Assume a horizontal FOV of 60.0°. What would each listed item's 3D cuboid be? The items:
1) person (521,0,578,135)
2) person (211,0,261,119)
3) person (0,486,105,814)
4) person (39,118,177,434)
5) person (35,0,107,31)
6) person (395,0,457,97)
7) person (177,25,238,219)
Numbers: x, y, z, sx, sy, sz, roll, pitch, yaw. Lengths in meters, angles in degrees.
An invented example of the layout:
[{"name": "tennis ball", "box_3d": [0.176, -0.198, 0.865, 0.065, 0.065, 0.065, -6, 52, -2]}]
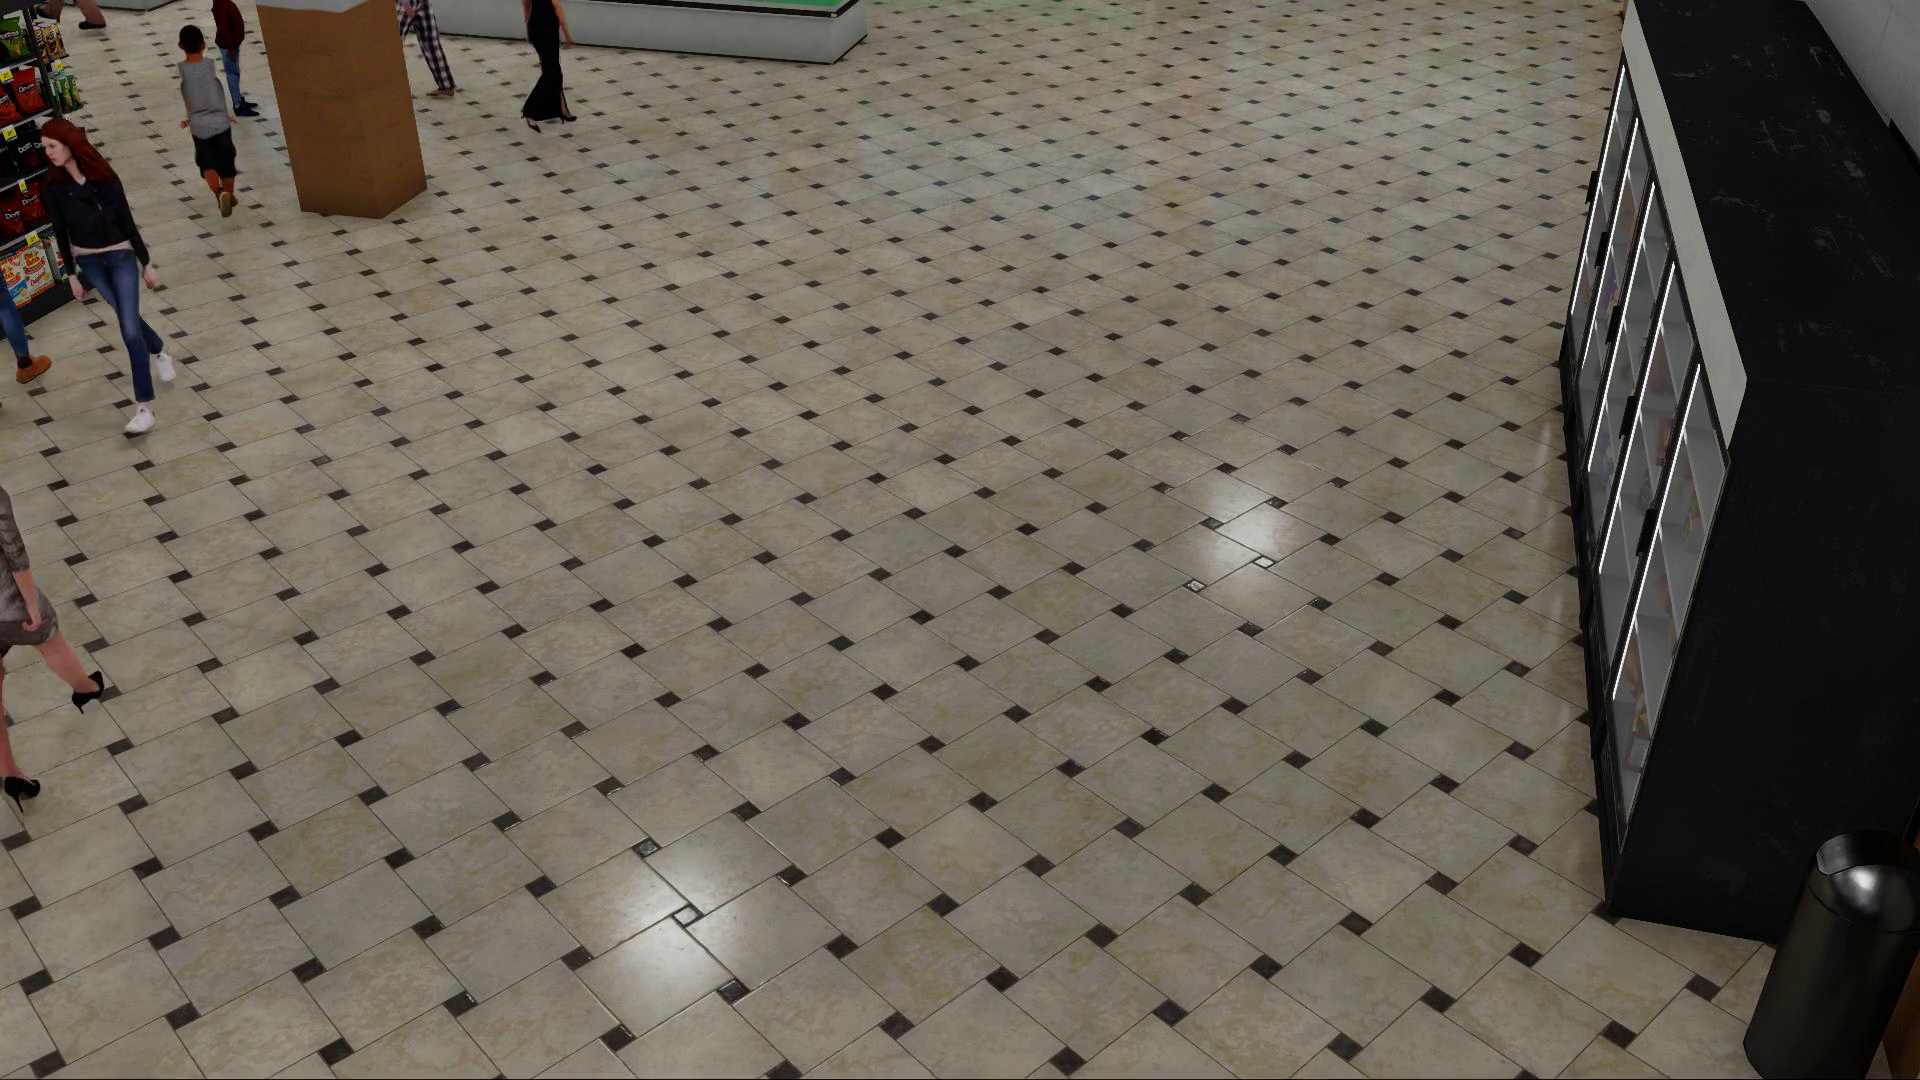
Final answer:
[{"name": "person", "box_3d": [-3.578, -4.266, 14.134, 0.880, 1.565, 0.891, 26, 41, 36]}, {"name": "person", "box_3d": [-6.414, -4.358, 14.576, 0.620, 1.255, 0.583, -11, 33, -16]}, {"name": "person", "box_3d": [-3.898, 0.320, 6.642, 1.106, 1.694, 0.931, -3, 32, -5]}, {"name": "person", "box_3d": [-4.921, -1.580, 9.654, 1.234, 1.738, 1.028, -6, 32, -10]}, {"name": "person", "box_3d": [-9.079, -6.018, 16.736, 1.177, 1.791, 0.690, 8, 33, 13]}, {"name": "person", "box_3d": [-4.819, -4.842, 14.816, 1.000, 1.822, 0.662, 7, 33, 11]}, {"name": "person", "box_3d": [-5.635, -3.161, 12.478, 0.923, 1.438, 0.932, -13, 34, -19]}]
